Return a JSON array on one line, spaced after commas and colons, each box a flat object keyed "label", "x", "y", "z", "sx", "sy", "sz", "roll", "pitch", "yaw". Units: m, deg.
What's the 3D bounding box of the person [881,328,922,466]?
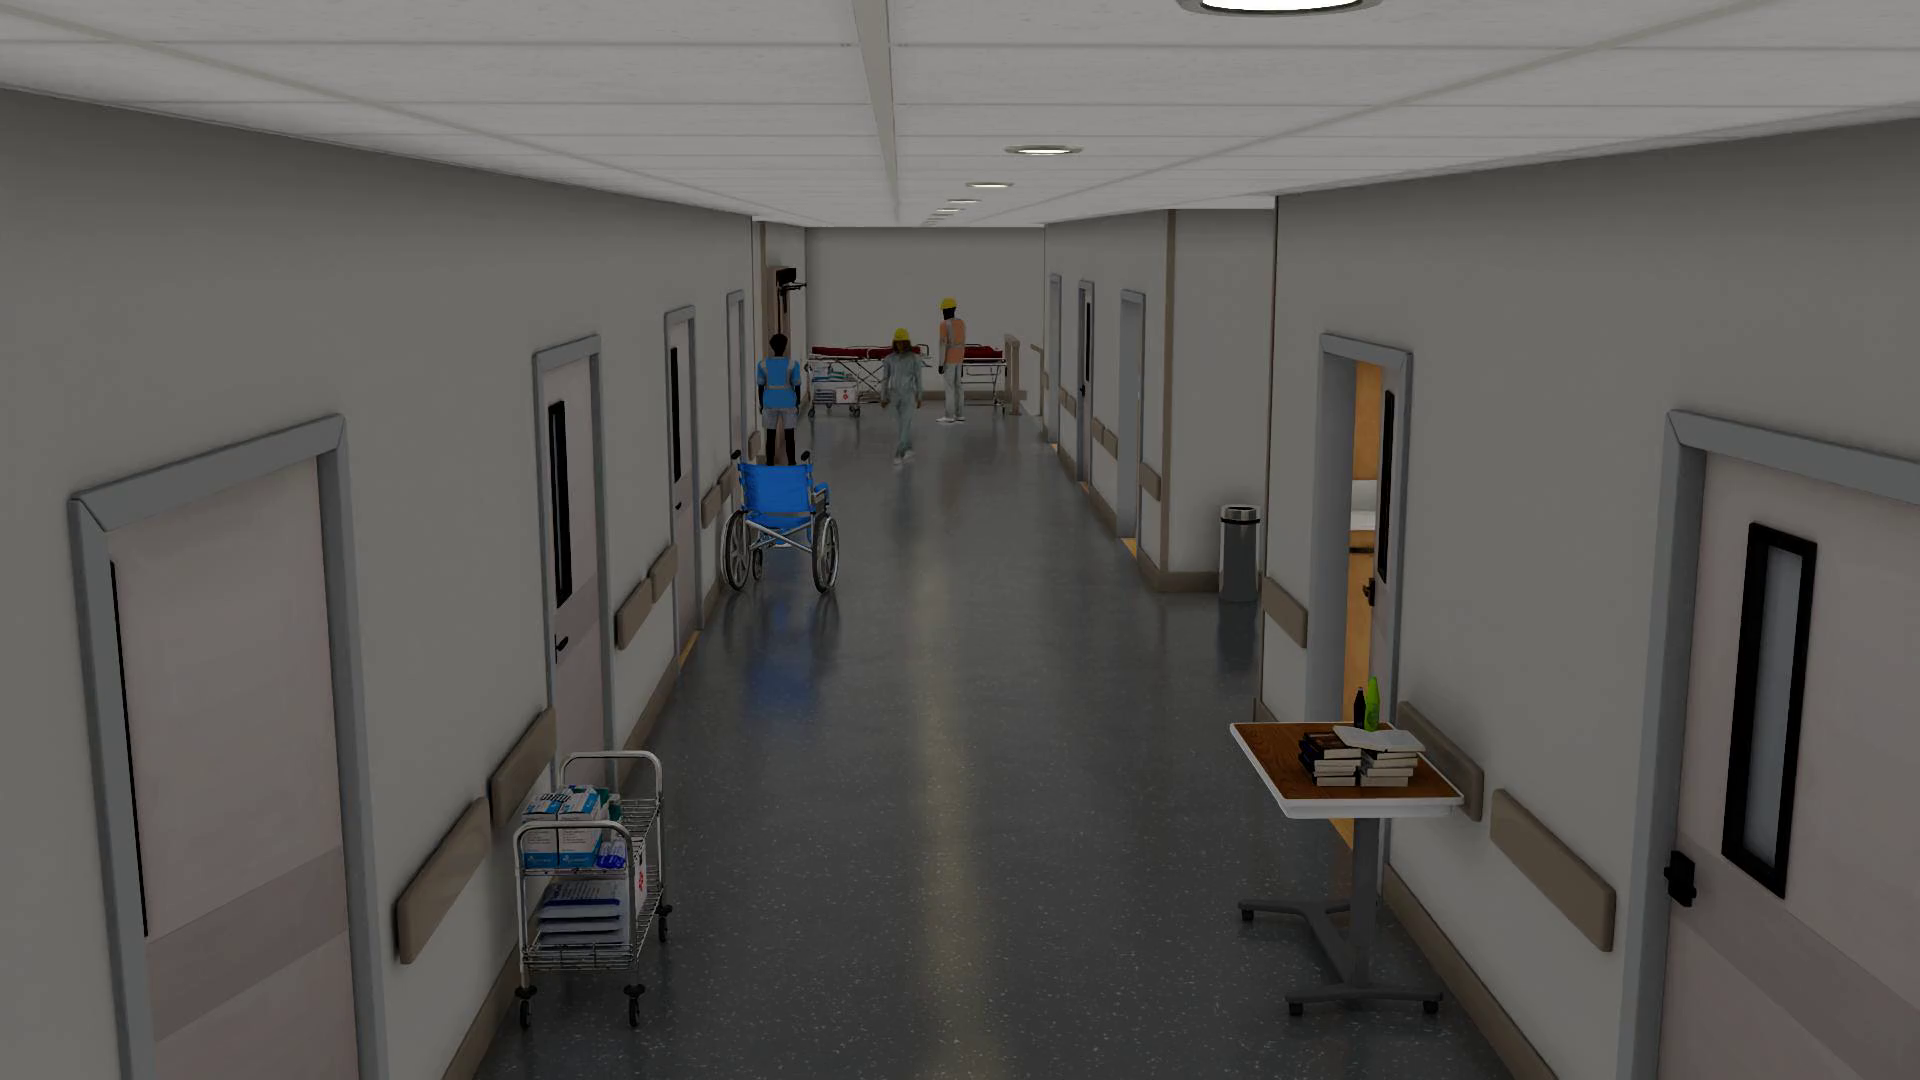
[{"label": "person", "x": -0.725, "y": -1.823, "z": 20.978, "sx": 0.493, "sy": 1.698, "sz": 0.919, "roll": 3, "pitch": 11, "yaw": 16}]

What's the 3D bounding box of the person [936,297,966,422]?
[{"label": "person", "x": -0.144, "y": -2.775, "z": 25.663, "sx": 0.398, "sy": 1.920, "sz": 0.586, "roll": 7, "pitch": 12, "yaw": 35}]

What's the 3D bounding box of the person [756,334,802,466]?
[{"label": "person", "x": -2.133, "y": -1.593, "z": 19.691, "sx": 0.542, "sy": 1.695, "sz": 0.316, "roll": 1, "pitch": 10, "yaw": 3}]
